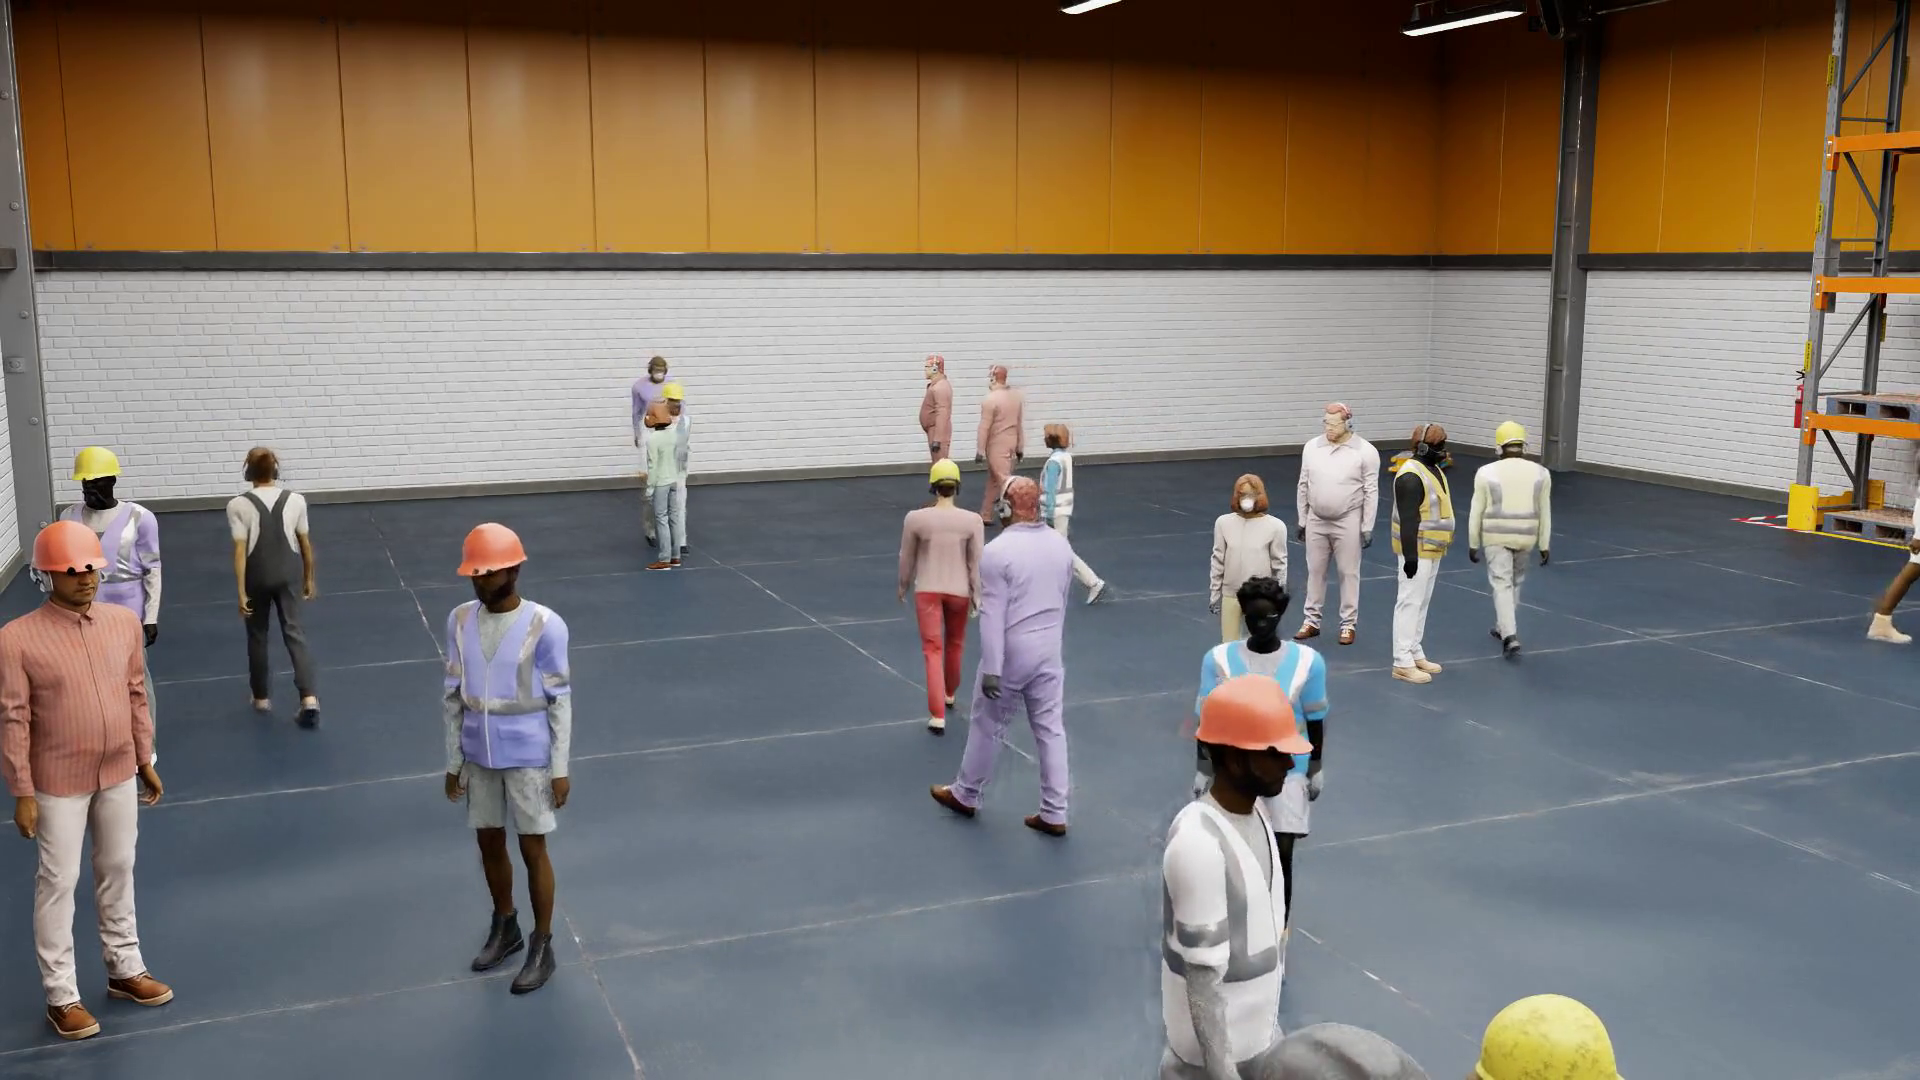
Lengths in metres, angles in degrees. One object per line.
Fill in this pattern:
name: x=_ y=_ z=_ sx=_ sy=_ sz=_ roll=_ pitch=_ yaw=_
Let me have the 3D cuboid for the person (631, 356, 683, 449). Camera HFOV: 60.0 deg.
person: x=-3.666 y=-1.300 z=20.239 sx=0.636 sy=1.888 sz=0.979 roll=-1 pitch=9 yaw=-7

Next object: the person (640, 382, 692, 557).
person: x=-3.046 y=-0.751 z=17.175 sx=0.593 sy=1.791 sz=0.909 roll=-5 pitch=11 yaw=-30

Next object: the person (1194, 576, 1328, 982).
person: x=1.237 y=0.988 z=6.952 sx=0.546 sy=1.666 sz=0.685 roll=3 pitch=10 yaw=17

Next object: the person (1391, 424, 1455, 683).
person: x=3.317 y=0.086 z=11.927 sx=0.429 sy=1.841 sz=0.634 roll=5 pitch=11 yaw=30

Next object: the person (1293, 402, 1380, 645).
person: x=2.938 y=-0.130 z=13.060 sx=0.640 sy=1.901 sz=0.401 roll=6 pitch=11 yaw=33

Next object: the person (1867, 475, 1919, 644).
person: x=7.572 y=-0.120 z=12.745 sx=1.066 sy=1.983 sz=0.631 roll=7 pitch=12 yaw=37

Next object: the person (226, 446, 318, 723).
person: x=-4.445 y=0.291 z=10.839 sx=0.530 sy=1.807 sz=0.941 roll=-7 pitch=11 yaw=-35

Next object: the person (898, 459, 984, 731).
person: x=-0.122 y=0.335 z=10.796 sx=0.540 sy=1.719 sz=0.930 roll=-1 pitch=9 yaw=-7

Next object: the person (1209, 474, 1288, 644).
person: x=1.856 y=0.382 z=10.758 sx=0.508 sy=1.632 sz=0.272 roll=5 pitch=11 yaw=29

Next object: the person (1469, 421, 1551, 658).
person: x=4.201 y=-0.011 z=12.700 sx=0.595 sy=1.790 sz=0.902 roll=0 pitch=9 yaw=0

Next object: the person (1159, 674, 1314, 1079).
person: x=0.654 y=1.281 z=4.520 sx=0.932 sy=1.904 sz=0.545 roll=6 pitch=11 yaw=32

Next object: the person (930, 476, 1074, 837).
person: x=0.249 y=0.587 z=8.787 sx=0.679 sy=1.864 sz=0.922 roll=-8 pitch=12 yaw=-40

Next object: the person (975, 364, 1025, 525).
person: x=0.488 y=-1.039 z=18.669 sx=0.957 sy=1.871 sz=0.667 roll=6 pitch=11 yaw=33

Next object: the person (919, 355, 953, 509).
person: x=-0.287 y=-1.243 z=19.782 sx=0.399 sy=1.909 sz=0.642 roll=0 pitch=9 yaw=1

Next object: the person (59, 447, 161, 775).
person: x=-4.942 y=0.414 z=9.675 sx=0.586 sy=1.928 sz=0.365 roll=0 pitch=9 yaw=1

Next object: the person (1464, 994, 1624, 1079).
person: x=0.967 y=1.626 z=2.896 sx=0.313 sy=1.740 sz=0.486 roll=-5 pitch=11 yaw=-28

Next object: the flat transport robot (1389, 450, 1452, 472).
flat transport robot: x=6.682 y=-1.139 z=24.093 sx=0.652 sy=0.197 sz=1.431 roll=4 pitch=10 yaw=25

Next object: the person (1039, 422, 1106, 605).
person: x=0.906 y=-0.228 z=14.519 sx=0.740 sy=1.616 sz=0.522 roll=2 pitch=10 yaw=14

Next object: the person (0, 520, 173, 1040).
person: x=-3.406 y=0.908 z=6.476 sx=0.381 sy=1.994 sz=0.615 roll=5 pitch=11 yaw=27

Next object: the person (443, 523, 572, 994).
person: x=-1.856 y=0.882 z=6.881 sx=0.565 sy=1.932 sz=0.506 roll=3 pitch=10 yaw=16

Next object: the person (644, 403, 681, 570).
person: x=-2.917 y=-0.522 z=16.234 sx=0.284 sy=1.634 sz=0.498 roll=4 pitch=10 yaw=21
